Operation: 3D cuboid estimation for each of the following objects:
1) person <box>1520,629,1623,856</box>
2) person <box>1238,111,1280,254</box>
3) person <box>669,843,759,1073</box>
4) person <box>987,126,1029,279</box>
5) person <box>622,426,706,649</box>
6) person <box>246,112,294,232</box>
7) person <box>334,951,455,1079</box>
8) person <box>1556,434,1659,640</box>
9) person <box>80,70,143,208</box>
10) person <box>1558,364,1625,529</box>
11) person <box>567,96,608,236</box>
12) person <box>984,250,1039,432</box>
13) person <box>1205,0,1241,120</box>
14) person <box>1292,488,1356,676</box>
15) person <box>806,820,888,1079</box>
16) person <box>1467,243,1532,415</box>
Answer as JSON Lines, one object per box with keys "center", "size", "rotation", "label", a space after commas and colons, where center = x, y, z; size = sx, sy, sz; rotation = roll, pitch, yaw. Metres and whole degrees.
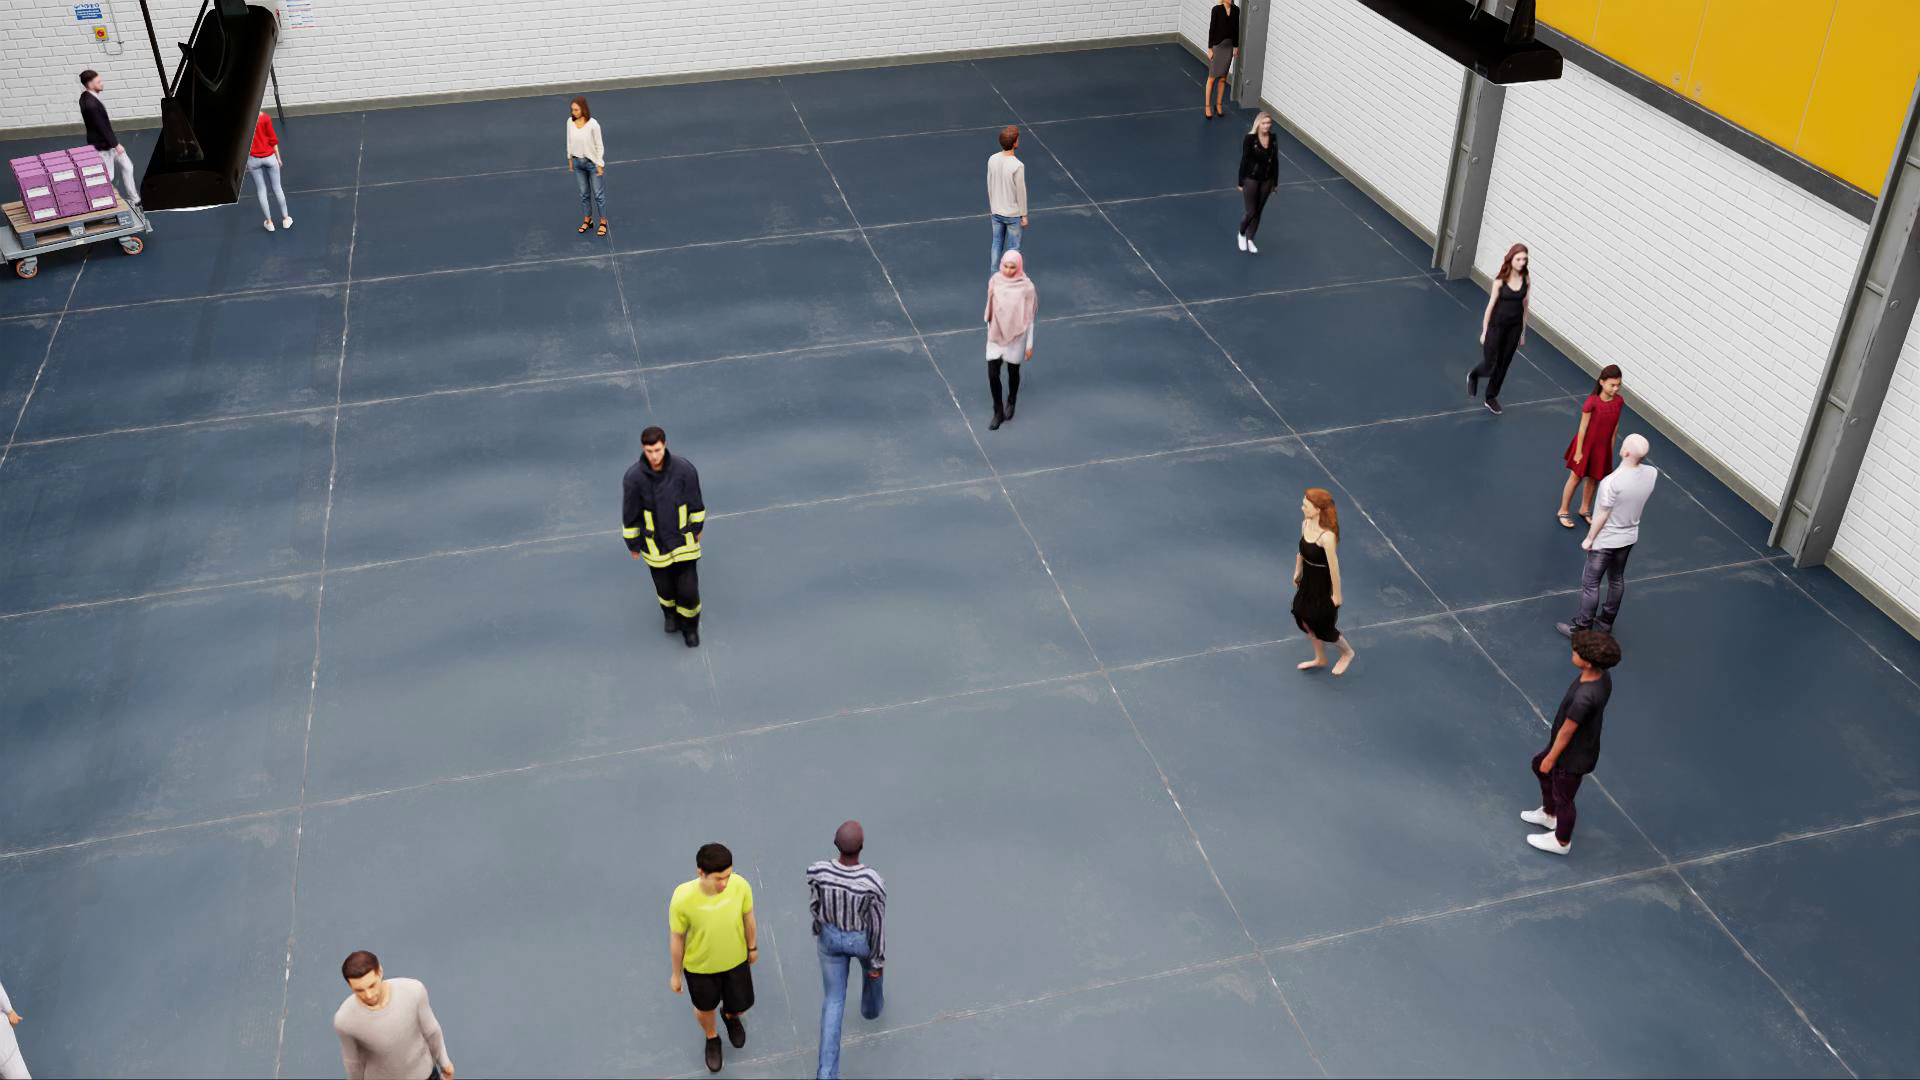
{"center": [4.087, 1.361, 10.865], "size": [0.813, 1.767, 0.746], "rotation": [15, 36, 21], "label": "person"}
{"center": [3.409, -4.169, 19.267], "size": [0.619, 1.677, 0.577], "rotation": [-10, 35, -15], "label": "person"}
{"center": [-1.413, 2.312, 9.505], "size": [0.667, 1.690, 0.647], "rotation": [-8, 34, -12], "label": "person"}
{"center": [0.521, -3.595, 18.197], "size": [0.724, 1.904, 0.821], "rotation": [24, 41, 32], "label": "person"}
{"center": [-2.287, -0.110, 12.951], "size": [0.827, 1.909, 0.845], "rotation": [-6, 34, -9], "label": "person"}
{"center": [-8.299, -4.513, 19.759], "size": [0.643, 1.705, 0.554], "rotation": [-14, 36, -20], "label": "person"}
{"center": [-2.940, 2.753, 8.700], "size": [0.852, 1.846, 1.040], "rotation": [-20, 39, -28], "label": "person"}
{"center": [5.054, -0.017, 12.879], "size": [0.705, 1.832, 0.658], "rotation": [-16, 37, -22], "label": "person"}
{"center": [-10.397, -4.723, 19.974], "size": [0.774, 1.815, 0.802], "rotation": [-14, 36, -20], "label": "person"}
{"center": [5.472, -0.828, 14.354], "size": [0.525, 1.551, 0.588], "rotation": [-8, 34, -12], "label": "person"}
{"center": [-4.403, -4.456, 19.699], "size": [0.703, 1.677, 0.732], "rotation": [12, 36, 18], "label": "person"}
{"center": [0.485, -1.951, 15.833], "size": [0.853, 1.784, 0.933], "rotation": [10, 35, 14], "label": "person"}
{"center": [3.602, -6.744, 22.993], "size": [0.620, 1.840, 0.557], "rotation": [-11, 35, -16], "label": "person"}
{"center": [2.765, 0.339, 12.561], "size": [0.671, 1.592, 0.665], "rotation": [-15, 36, -21], "label": "person"}
{"center": [-0.653, 2.364, 9.367], "size": [0.926, 1.754, 1.212], "rotation": [4, 34, 6], "label": "person"}
{"center": [5.211, -2.079, 16.070], "size": [0.572, 1.736, 0.705], "rotation": [-9, 35, -13], "label": "person"}
